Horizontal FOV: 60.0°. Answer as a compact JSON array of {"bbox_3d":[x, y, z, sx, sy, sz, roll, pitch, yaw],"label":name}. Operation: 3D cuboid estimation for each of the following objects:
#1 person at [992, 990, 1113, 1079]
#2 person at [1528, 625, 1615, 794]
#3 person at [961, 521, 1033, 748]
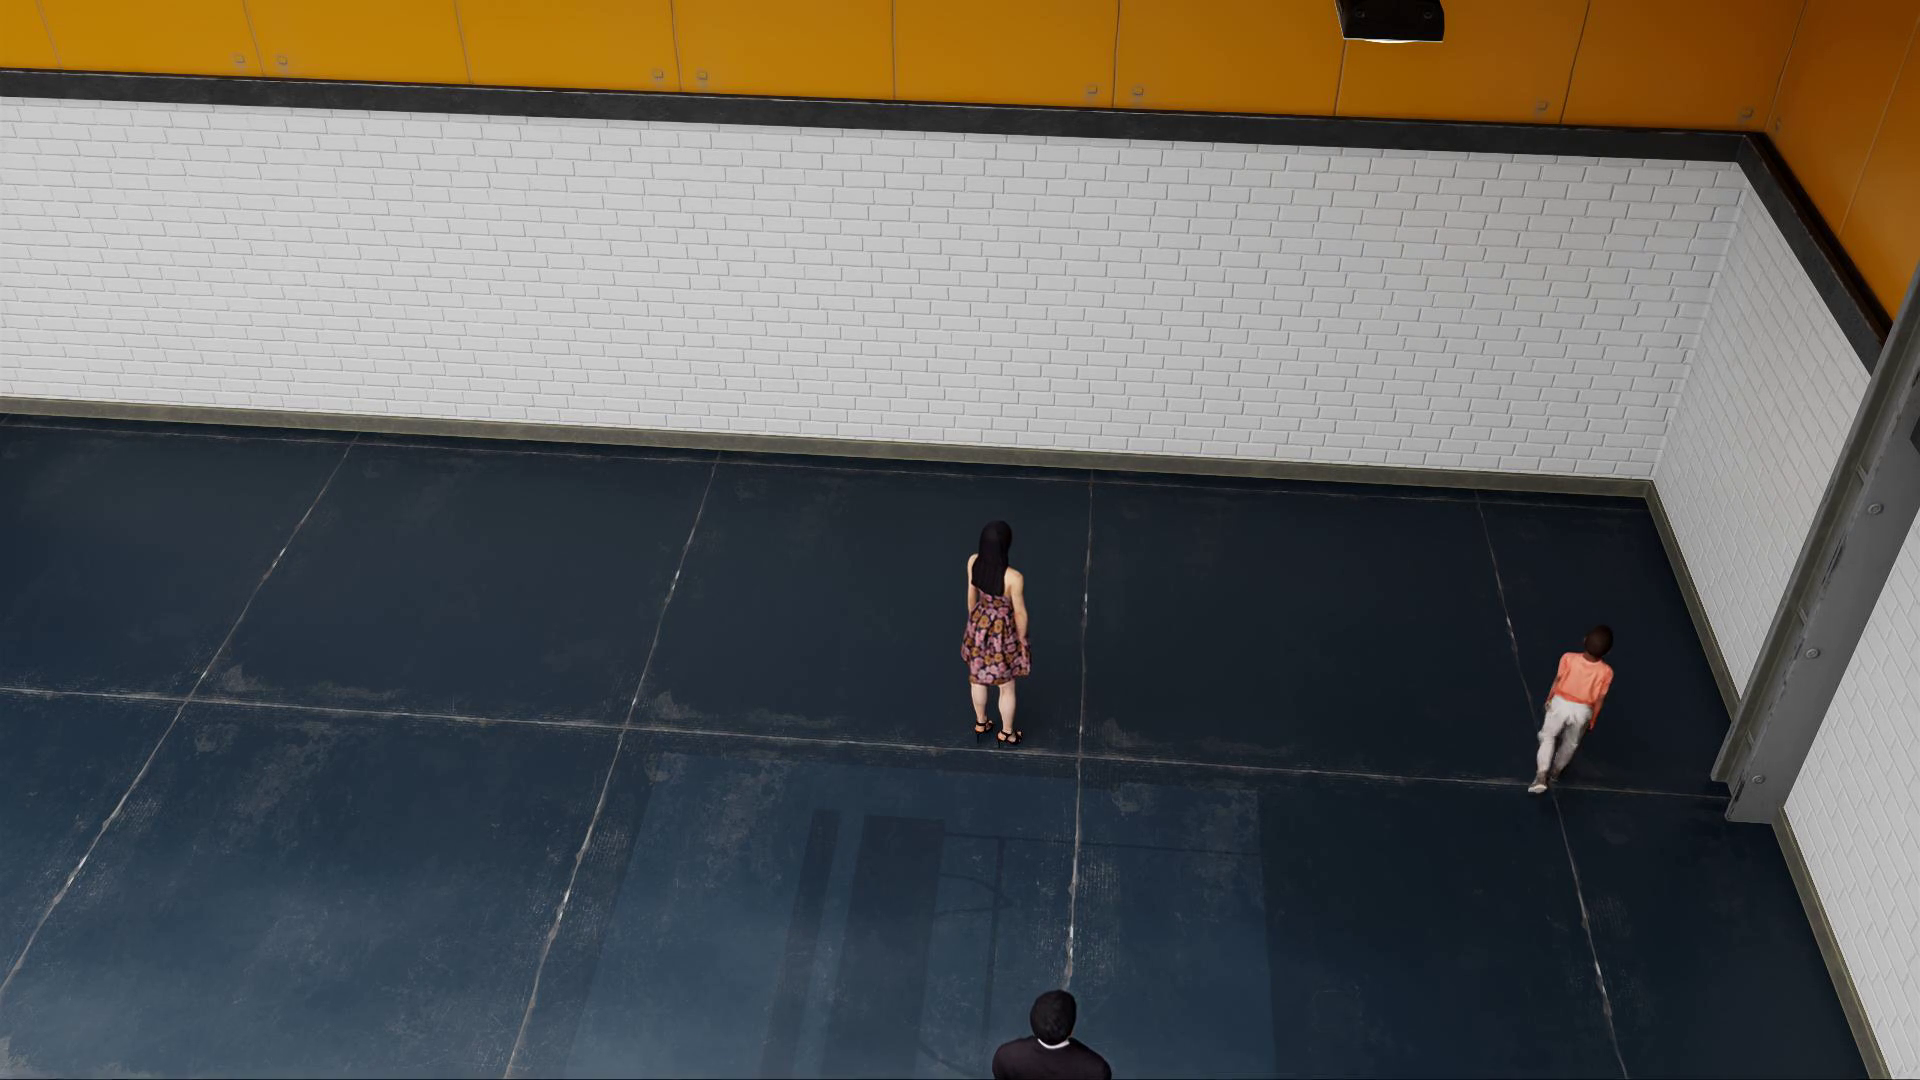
[{"bbox_3d":[0.408,2.704,7.642,0.710,1.884,0.562,6,39,7],"label":"person"},{"bbox_3d":[3.730,1.059,10.173,0.643,1.296,0.817,18,42,21],"label":"person"},{"bbox_3d":[0.228,0.597,10.370,0.793,1.773,0.831,23,44,26],"label":"person"}]
